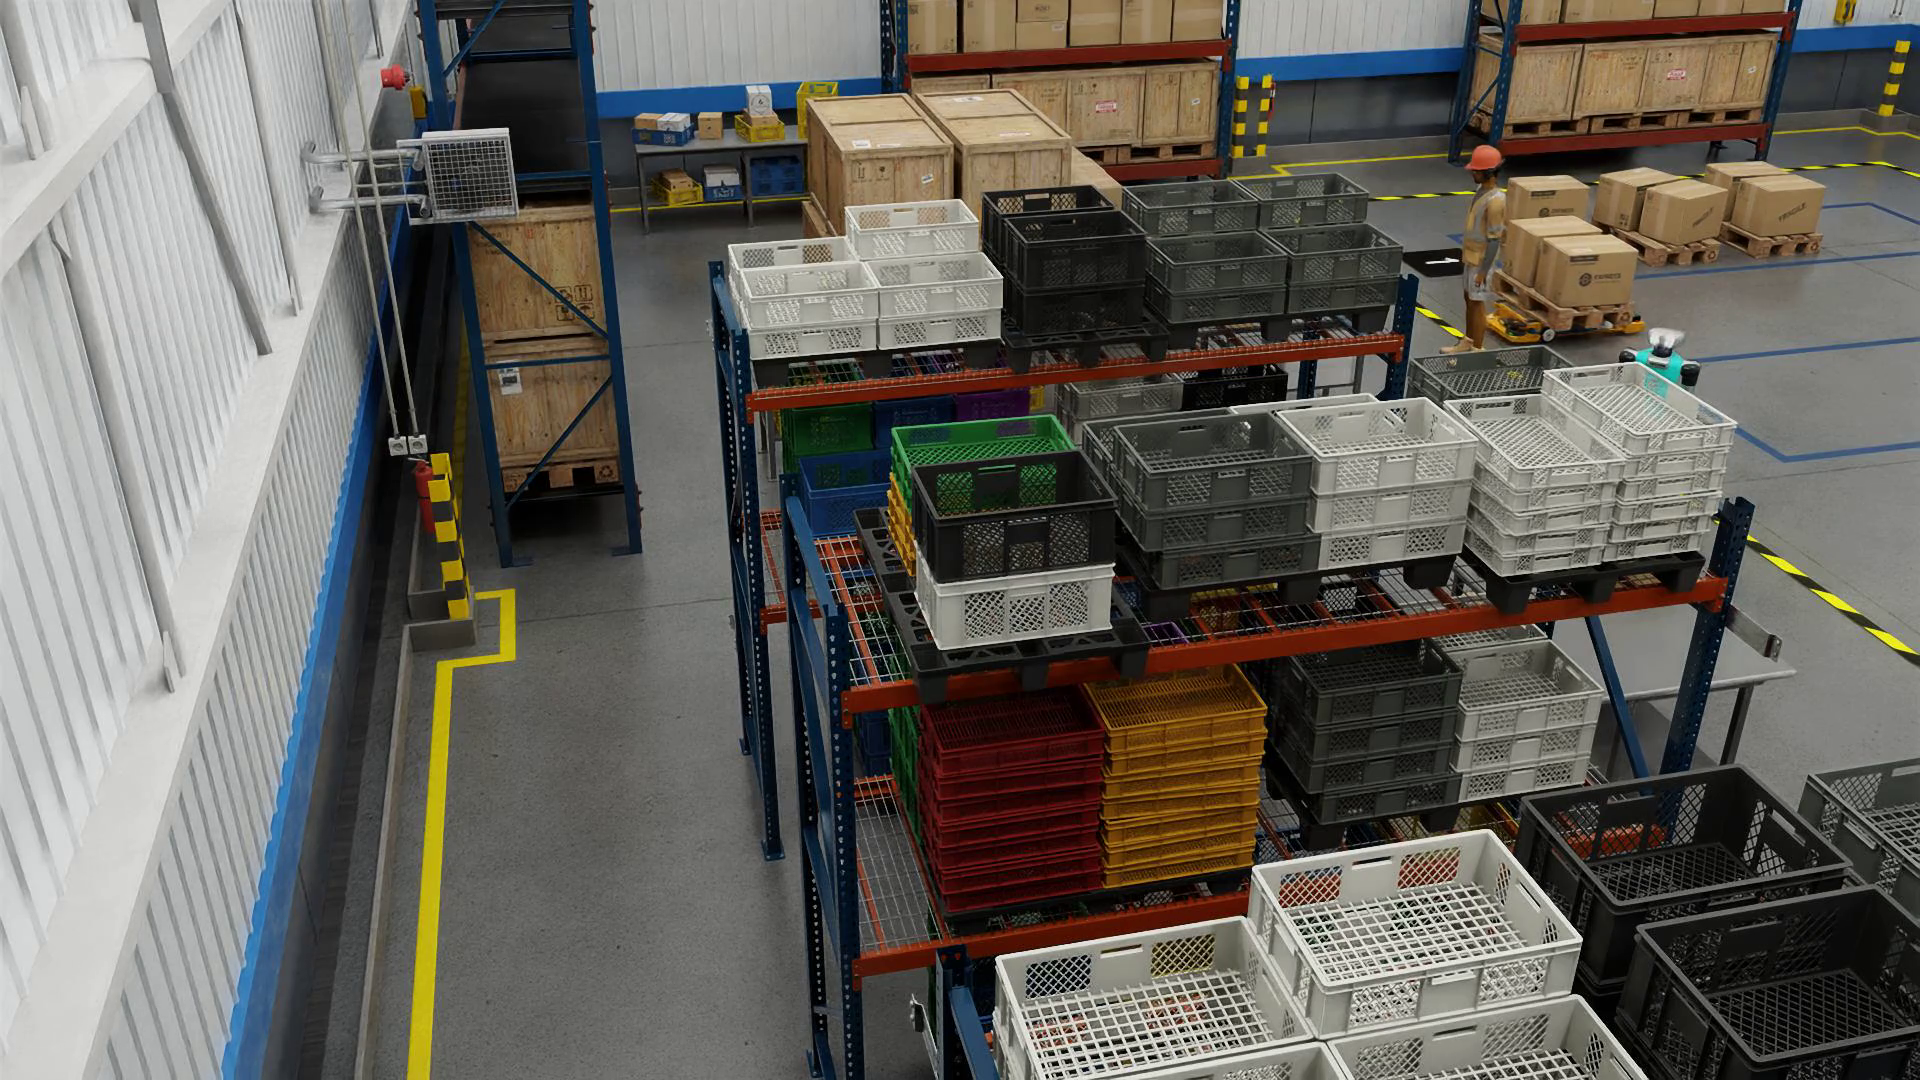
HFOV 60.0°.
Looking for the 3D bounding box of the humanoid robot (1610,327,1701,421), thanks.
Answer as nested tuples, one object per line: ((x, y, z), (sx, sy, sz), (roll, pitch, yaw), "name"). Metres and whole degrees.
((4.892, -0.781, 11.808), (0.533, 1.677, 0.735), (16, 32, 27), "humanoid robot")

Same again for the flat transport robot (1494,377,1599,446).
((4.780, -1.036, 14.013), (0.659, 0.231, 1.431), (-6, 28, -12), "flat transport robot")

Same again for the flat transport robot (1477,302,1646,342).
((5.838, -2.171, 16.135), (1.431, 0.197, 0.652), (-6, 28, -12), "flat transport robot")

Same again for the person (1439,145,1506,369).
((4.629, -2.532, 14.960), (0.393, 2.032, 0.613), (2, 28, 3), "person")
